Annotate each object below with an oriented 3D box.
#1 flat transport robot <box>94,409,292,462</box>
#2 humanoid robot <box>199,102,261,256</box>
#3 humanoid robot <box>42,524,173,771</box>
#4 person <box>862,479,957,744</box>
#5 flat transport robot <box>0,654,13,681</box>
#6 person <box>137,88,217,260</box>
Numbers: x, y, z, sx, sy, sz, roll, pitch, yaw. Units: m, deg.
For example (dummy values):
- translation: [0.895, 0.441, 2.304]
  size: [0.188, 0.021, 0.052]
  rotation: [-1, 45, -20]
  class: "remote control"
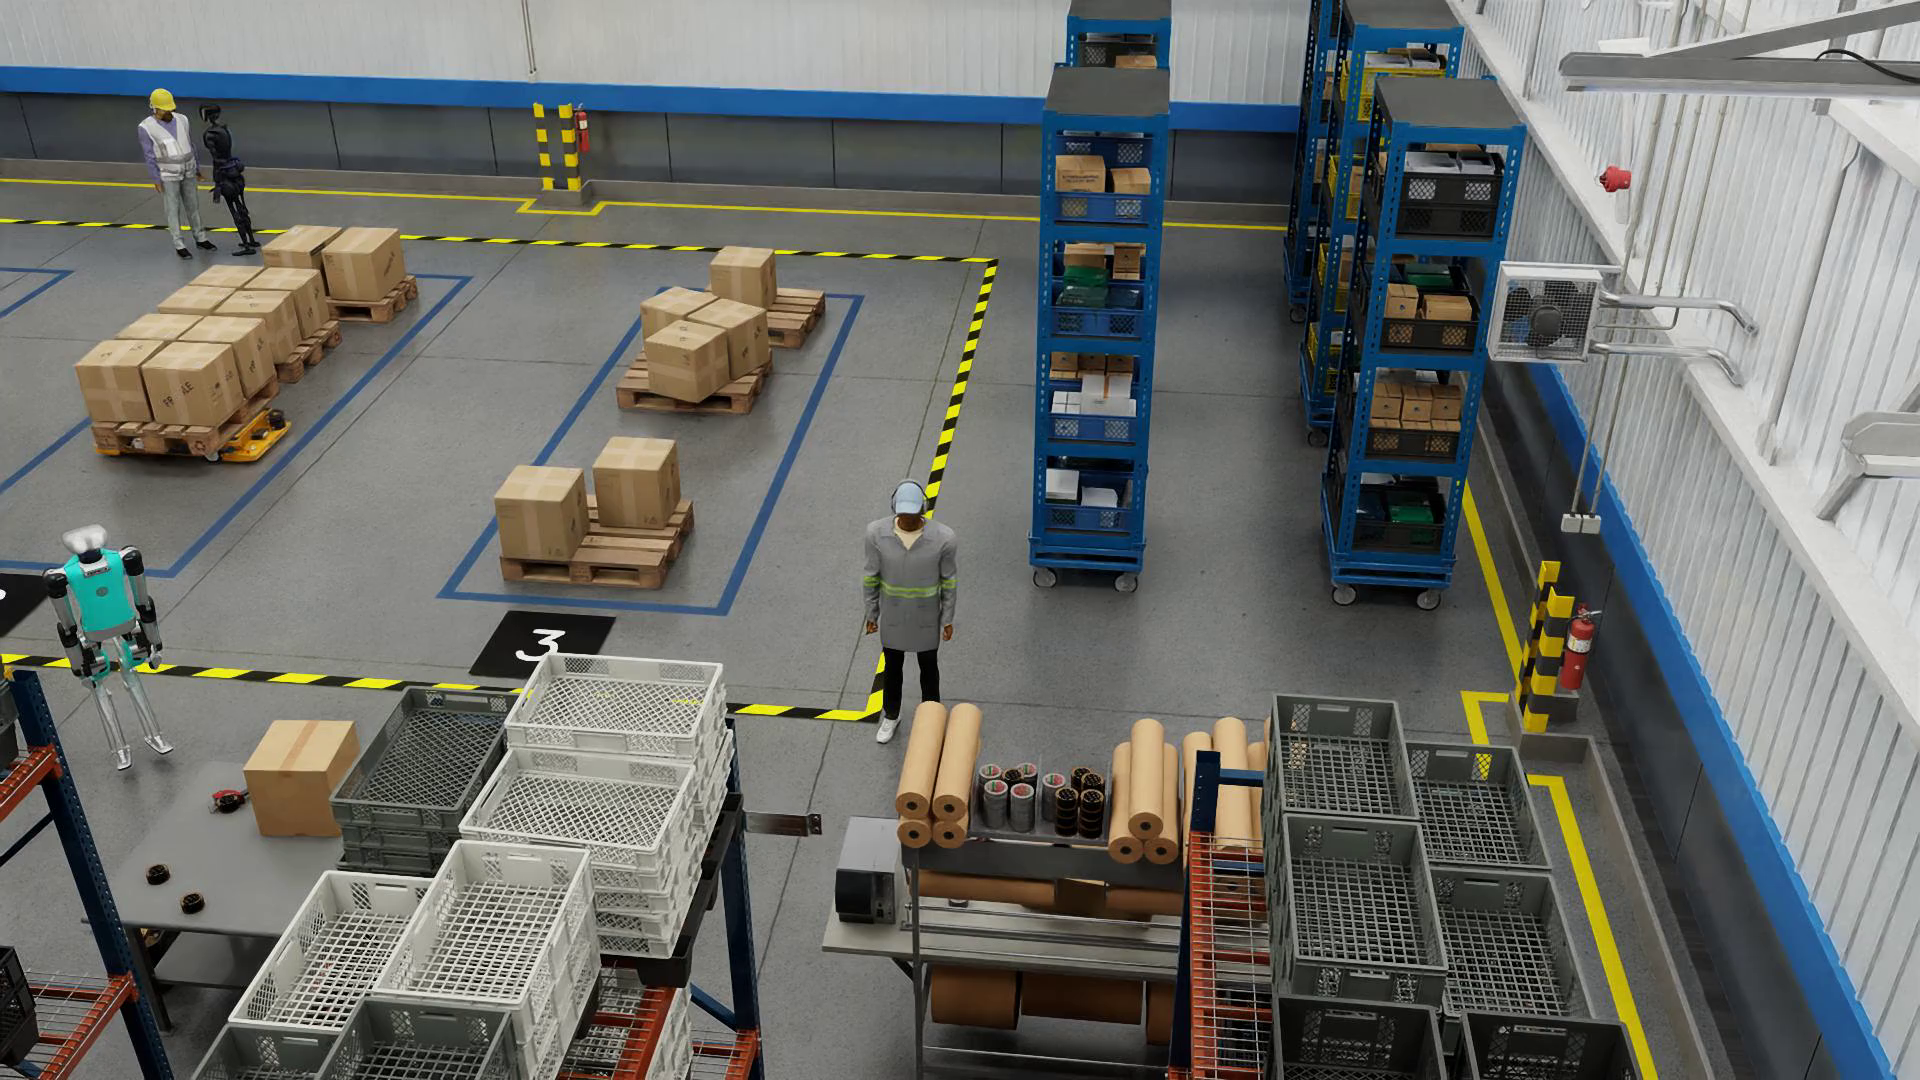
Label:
- translation: [-6.574, -0.936, 14.253]
  size: [1.431, 0.197, 0.652]
  rotation: [3, 30, 6]
  class: "flat transport robot"
- translation: [-7.919, -3.910, 17.972]
  size: [0.315, 1.659, 0.599]
  rotation: [-2, 30, -4]
  class: "humanoid robot"
- translation: [-5.173, 0.576, 10.087]
  size: [0.533, 1.681, 0.735]
  rotation: [-21, 36, -32]
  class: "humanoid robot"
- translation: [-0.312, 0.456, 10.317]
  size: [0.588, 1.852, 0.372]
  rotation: [2, 30, 4]
  class: "person"
- translation: [-7.142, 0.969, 11.010]
  size: [1.431, 0.231, 0.659]
  rotation: [3, 30, 6]
  class: "flat transport robot"
- translation: [-8.435, -3.955, 17.921]
  size: [0.403, 1.823, 0.586]
  rotation: [18, 35, 28]
  class: "person"
